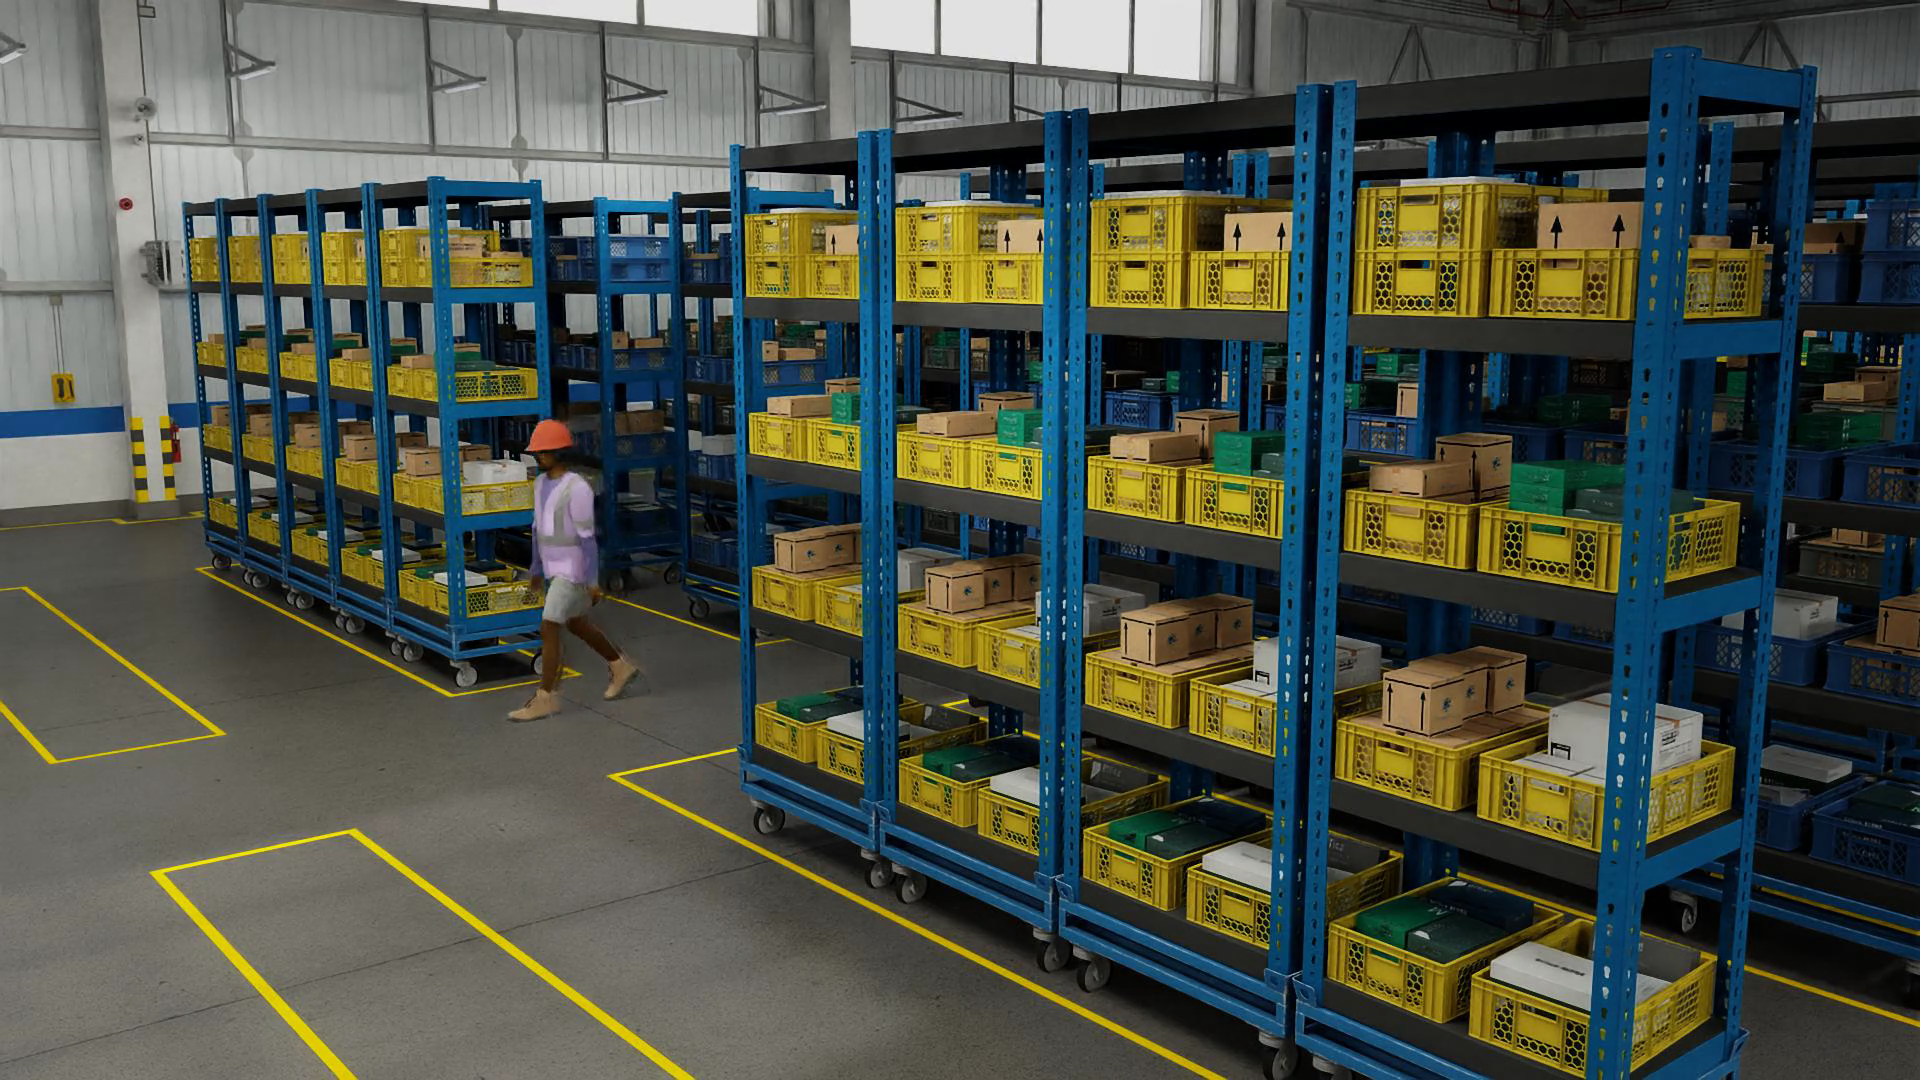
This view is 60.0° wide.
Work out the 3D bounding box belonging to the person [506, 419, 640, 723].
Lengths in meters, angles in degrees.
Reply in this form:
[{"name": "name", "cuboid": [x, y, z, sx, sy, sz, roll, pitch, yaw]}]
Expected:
[{"name": "person", "cuboid": [-2.594, 0.177, 11.172, 0.996, 2.012, 0.625, -8, 12, -39]}]
